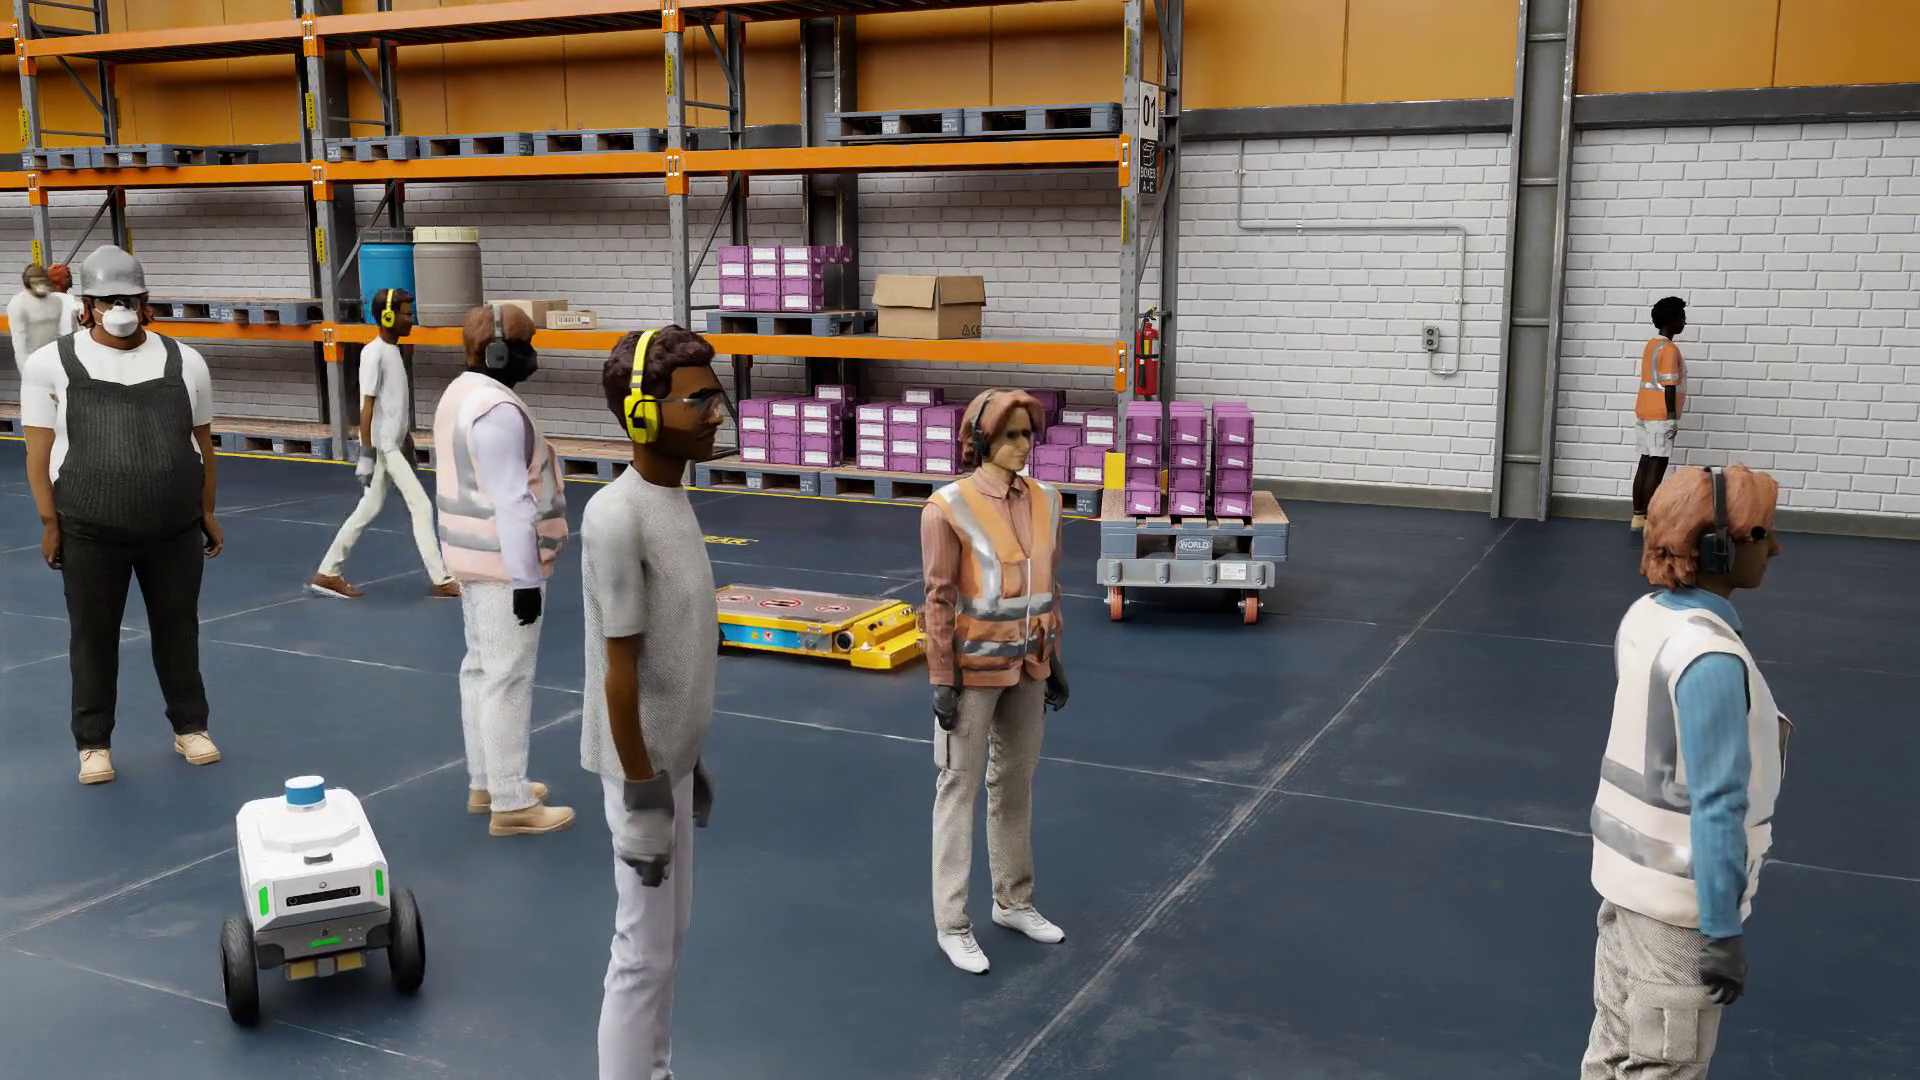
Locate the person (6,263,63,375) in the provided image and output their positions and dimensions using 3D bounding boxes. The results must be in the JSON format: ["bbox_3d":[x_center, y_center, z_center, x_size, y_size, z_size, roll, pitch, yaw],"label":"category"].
[{"bbox_3d":[-8.744,-1.666,15.781,0.600,1.887,0.653,3,10,19],"label":"person"}]

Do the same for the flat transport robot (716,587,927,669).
[{"bbox_3d":[-0.837,0.421,8.465,1.431,0.197,0.652,5,11,25],"label":"flat transport robot"}]

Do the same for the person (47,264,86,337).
[{"bbox_3d":[-8.660,-1.720,16.109,0.584,1.882,0.337,-3,10,-15],"label":"person"}]

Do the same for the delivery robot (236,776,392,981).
[{"bbox_3d":[-1.810,0.901,4.634,0.477,0.478,0.707,-5,11,-26],"label":"delivery robot"}]

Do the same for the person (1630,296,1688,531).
[{"bbox_3d":[4.950,-0.865,11.748,0.318,1.696,0.537,1,10,6],"label":"person"}]

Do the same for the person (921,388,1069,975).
[{"bbox_3d":[0.100,0.388,4.742,0.513,1.639,0.307,-9,13,-42],"label":"person"}]

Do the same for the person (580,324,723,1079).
[{"bbox_3d":[-0.617,0.488,3.504,0.332,1.874,0.520,1,10,3],"label":"person"}]

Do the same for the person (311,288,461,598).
[{"bbox_3d":[-3.325,-0.542,9.610,0.984,1.817,0.532,-2,10,-10],"label":"person"}]

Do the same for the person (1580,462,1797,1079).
[{"bbox_3d":[1.340,0.671,3.114,0.313,1.642,0.513,1,10,8],"label":"person"}]

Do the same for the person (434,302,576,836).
[{"bbox_3d":[-1.588,0.098,5.821,0.429,1.841,0.632,-6,11,-30],"label":"person"}]

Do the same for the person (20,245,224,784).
[{"bbox_3d":[-3.171,-0.101,6.390,0.674,2.000,0.535,-7,12,-37],"label":"person"}]
